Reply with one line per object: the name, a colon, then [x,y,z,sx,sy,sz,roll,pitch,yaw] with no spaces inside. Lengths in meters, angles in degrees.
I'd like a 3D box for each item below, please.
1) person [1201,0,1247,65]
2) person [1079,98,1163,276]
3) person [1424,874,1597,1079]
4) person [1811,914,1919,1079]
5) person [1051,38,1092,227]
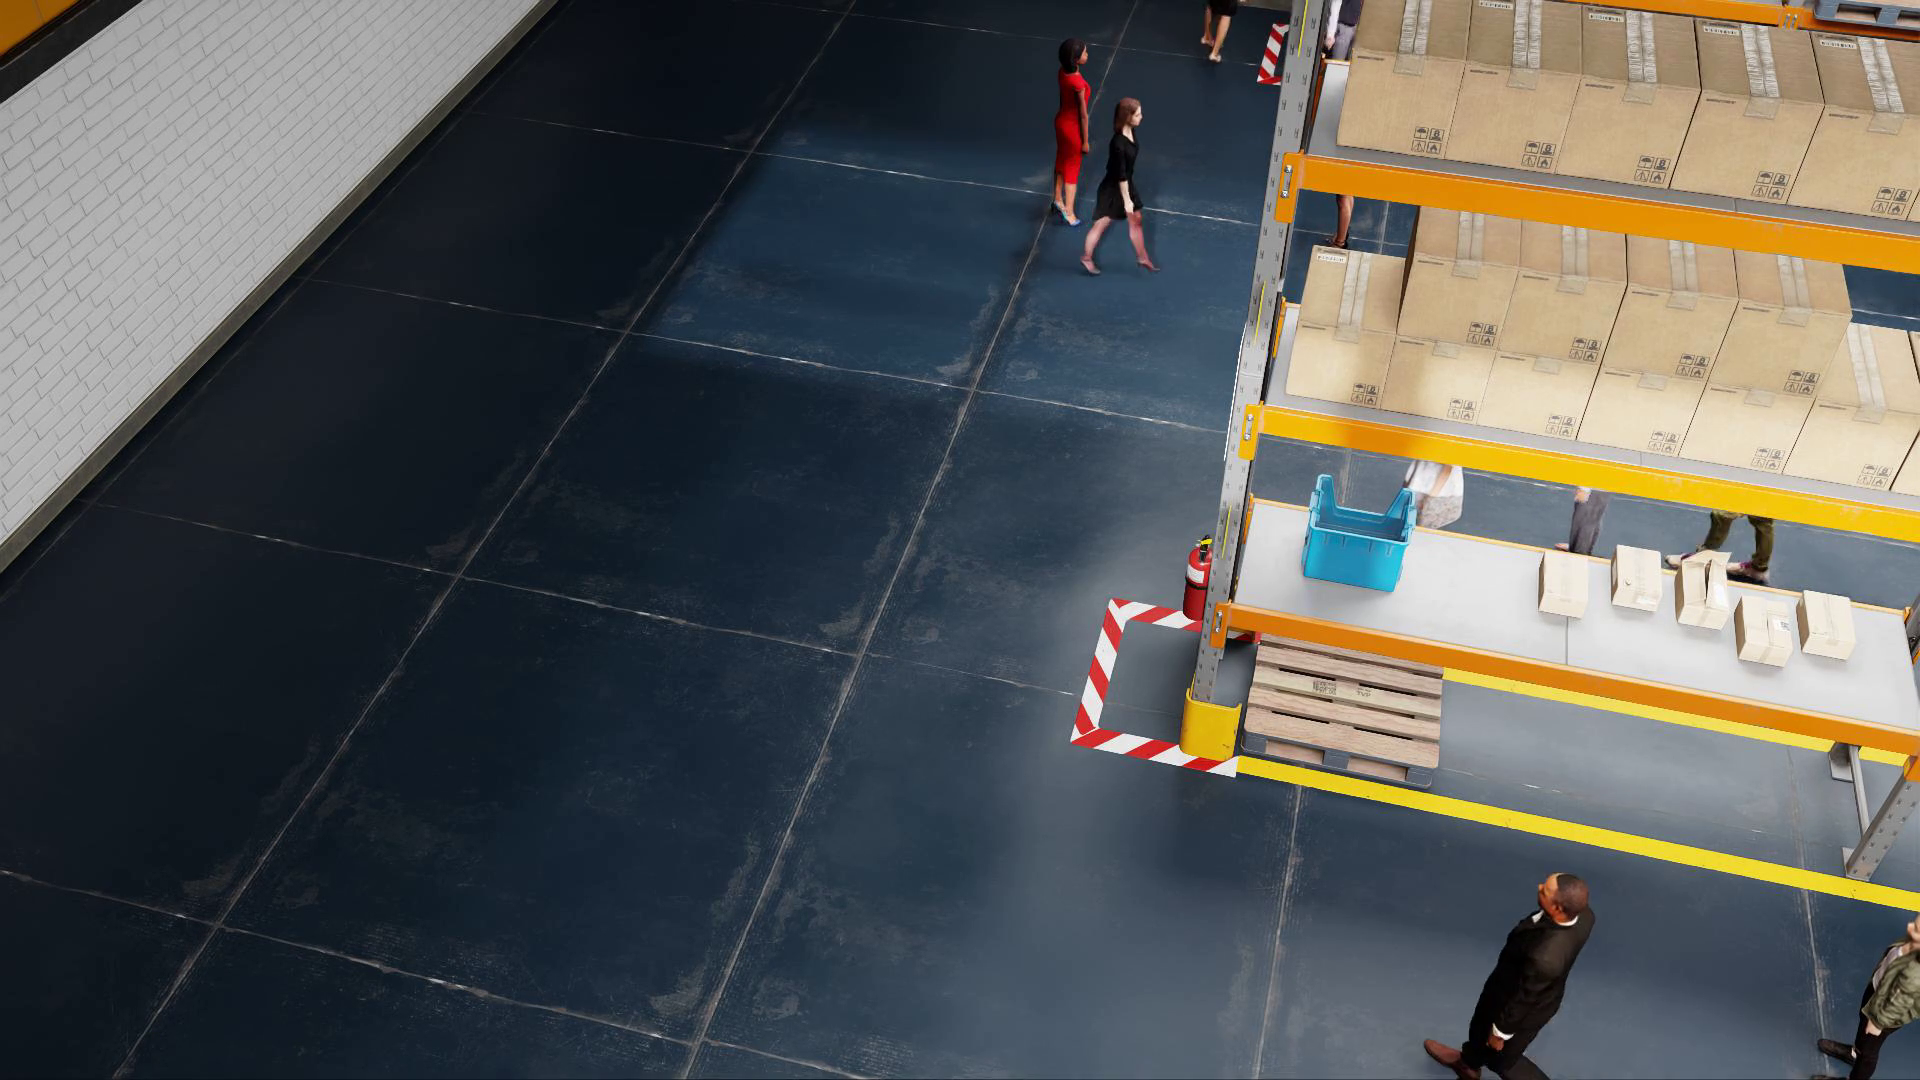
person: [2.630,-5.557,16.677,0.841,1.722,0.802,-25,49,-24]
person: [1.217,-2.927,13.950,0.948,1.676,0.655,15,46,15]
person: [2.874,2.334,8.281,1.236,1.878,0.977,28,50,26]
person: [4.777,2.366,8.540,0.562,1.474,0.618,20,47,20]
person: [0.966,-3.572,14.577,0.675,1.744,0.640,-16,46,-16]
